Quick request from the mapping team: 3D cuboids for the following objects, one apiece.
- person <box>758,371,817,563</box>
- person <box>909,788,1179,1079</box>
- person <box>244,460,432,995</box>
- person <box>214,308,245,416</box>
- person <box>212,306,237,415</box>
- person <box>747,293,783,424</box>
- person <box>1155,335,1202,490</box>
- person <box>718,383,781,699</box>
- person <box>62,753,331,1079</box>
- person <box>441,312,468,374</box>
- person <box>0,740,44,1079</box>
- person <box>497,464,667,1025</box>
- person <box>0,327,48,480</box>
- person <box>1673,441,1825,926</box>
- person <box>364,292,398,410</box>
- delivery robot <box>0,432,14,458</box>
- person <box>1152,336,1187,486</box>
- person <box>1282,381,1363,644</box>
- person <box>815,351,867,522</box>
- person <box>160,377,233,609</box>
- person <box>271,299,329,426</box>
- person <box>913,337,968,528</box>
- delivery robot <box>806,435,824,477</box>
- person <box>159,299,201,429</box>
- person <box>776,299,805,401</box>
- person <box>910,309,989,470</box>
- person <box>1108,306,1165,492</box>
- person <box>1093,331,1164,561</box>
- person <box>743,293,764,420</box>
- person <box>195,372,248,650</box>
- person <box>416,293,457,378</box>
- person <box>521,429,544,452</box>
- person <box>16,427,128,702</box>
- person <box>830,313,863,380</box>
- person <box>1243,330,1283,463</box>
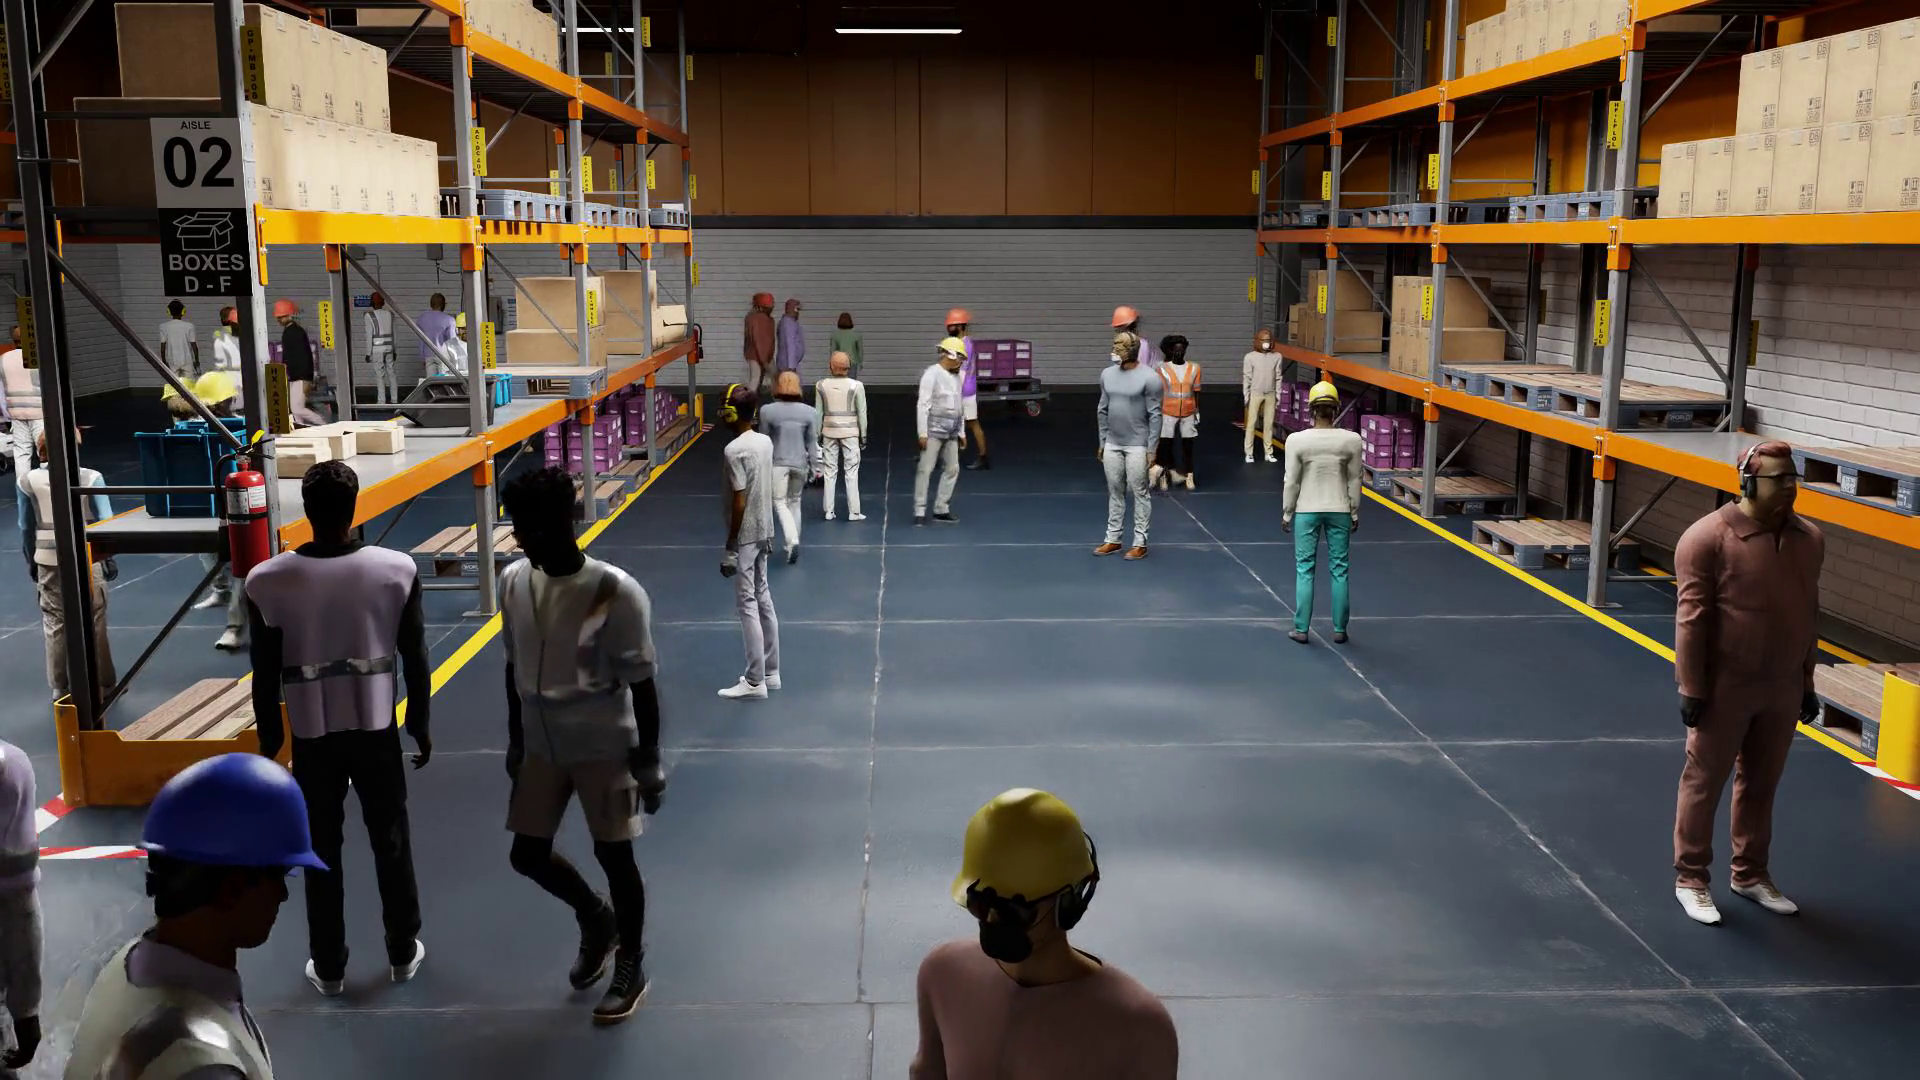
[{"bbox_3d":[-1.435,-0.621,14.023,0.503,1.604,0.750,-4,11,-22],"label":"person"},{"bbox_3d":[0.122,1.286,2.951,0.533,1.767,0.326,6,12,30],"label":"person"},{"bbox_3d":[-2.193,0.673,5.941,0.598,1.917,0.375,-5,11,-24],"label":"person"},{"bbox_3d":[-8.888,-1.928,20.516,0.550,1.896,0.858,-8,13,-38],"label":"person"},{"bbox_3d":[-9.484,-2.122,21.726,0.429,1.841,0.633,6,12,28],"label":"person"},{"bbox_3d":[-2.828,-2.638,24.352,0.992,1.931,0.630,5,11,24],"label":"person"},{"bbox_3d":[2.347,-1.371,17.976,0.535,1.688,0.321,-1,10,-6],"label":"person"},{"bbox_3d":[-1.257,0.009,9.787,0.311,1.864,0.533,3,11,18],"label":"person"},{"bbox_3d":[-1.263,1.283,2.682,0.994,1.878,0.632,-5,11,-25],"label":"person"},{"bbox_3d":[-5.953,-1.830,20.123,0.592,1.833,0.404,-6,12,-29],"label":"person"},{"bbox_3d":[-2.418,1.053,3.871,0.544,1.909,0.910,-6,12,-30],"label":"person"},{"bbox_3d":[-1.300,0.704,5.691,0.726,1.937,0.426,4,11,23],"label":"person"},{"bbox_3d":[-9.390,-1.249,16.858,0.619,1.845,0.430,0,10,2],"label":"person"},{"bbox_3d":[3.132,0.561,6.584,0.643,1.913,0.411,-3,11,-15],"label":"person"},{"bbox_3d":[-9.249,-3.015,26.583,0.362,1.882,0.576,7,12,35],"label":"person"},{"bbox_3d":[-11.219,-1.085,19.260,0.477,0.478,0.707,0,11,0],"label":"delivery robot"},{"bbox_3d":[2.324,-1.439,18.443,0.541,1.650,0.864,-6,12,-30],"label":"person"},{"bbox_3d":[2.414,-0.176,11.118,0.523,1.760,0.325,0,10,2],"label":"person"},{"bbox_3d":[-1.139,-0.988,15.964,0.523,1.640,0.306,3,11,15],"label":"person"},{"bbox_3d":[-5.510,-0.334,12.135,0.518,1.709,0.468,9,13,40],"label":"person"},{"bbox_3d":[-8.284,-2.048,20.946,0.629,1.966,0.659,-7,12,-33],"label":"person"},{"bbox_3d":[-0.198,-1.013,15.725,0.449,1.784,0.654,7,12,34],"label":"person"},{"bbox_3d":[-1.600,-0.909,18.291,0.477,0.478,0.707,-2,10,-11],"label":"delivery robot"},{"bbox_3d":[-11.040,-2.469,23.577,0.521,1.871,0.325,-2,10,-13],"label":"person"},{"bbox_3d":[-2.466,-2.495,23.759,0.494,1.872,0.703,-2,10,-12],"label":"person"},{"bbox_3d":[-0.087,-1.735,19.420,0.962,1.888,0.573,-2,10,-12],"label":"person"},{"bbox_3d":[1.892,-1.475,17.671,0.722,2.010,0.645,9,13,41],"label":"person"},{"bbox_3d":[1.422,-0.795,14.071,0.629,1.937,0.379,9,14,42],"label":"person"},{"bbox_3d":[-3.134,-2.760,25.084,0.547,1.915,0.810,-3,11,-16],"label":"person"},{"bbox_3d":[-4.869,-0.222,11.174,0.595,1.839,1.072,-1,10,-7],"label":"person"},{"bbox_3d":[-7.675,-2.665,24.505,0.626,1.933,0.357,2,10,13],"label":"person"},{"bbox_3d":[-5.419,-2.038,21.294,0.621,1.835,0.430,-7,12,-33],"label":"person"},{"bbox_3d":[-5.189,0.137,9.725,0.523,1.637,0.359,-1,10,-6],"label":"person"},{"bbox_3d":[-1.742,-2.688,25.583,0.504,1.595,0.843,-1,10,-4],"label":"person"},{"bbox_3d":[3.677,-1.745,20.238,0.500,1.626,0.284,-2,10,-12],"label":"person"}]
